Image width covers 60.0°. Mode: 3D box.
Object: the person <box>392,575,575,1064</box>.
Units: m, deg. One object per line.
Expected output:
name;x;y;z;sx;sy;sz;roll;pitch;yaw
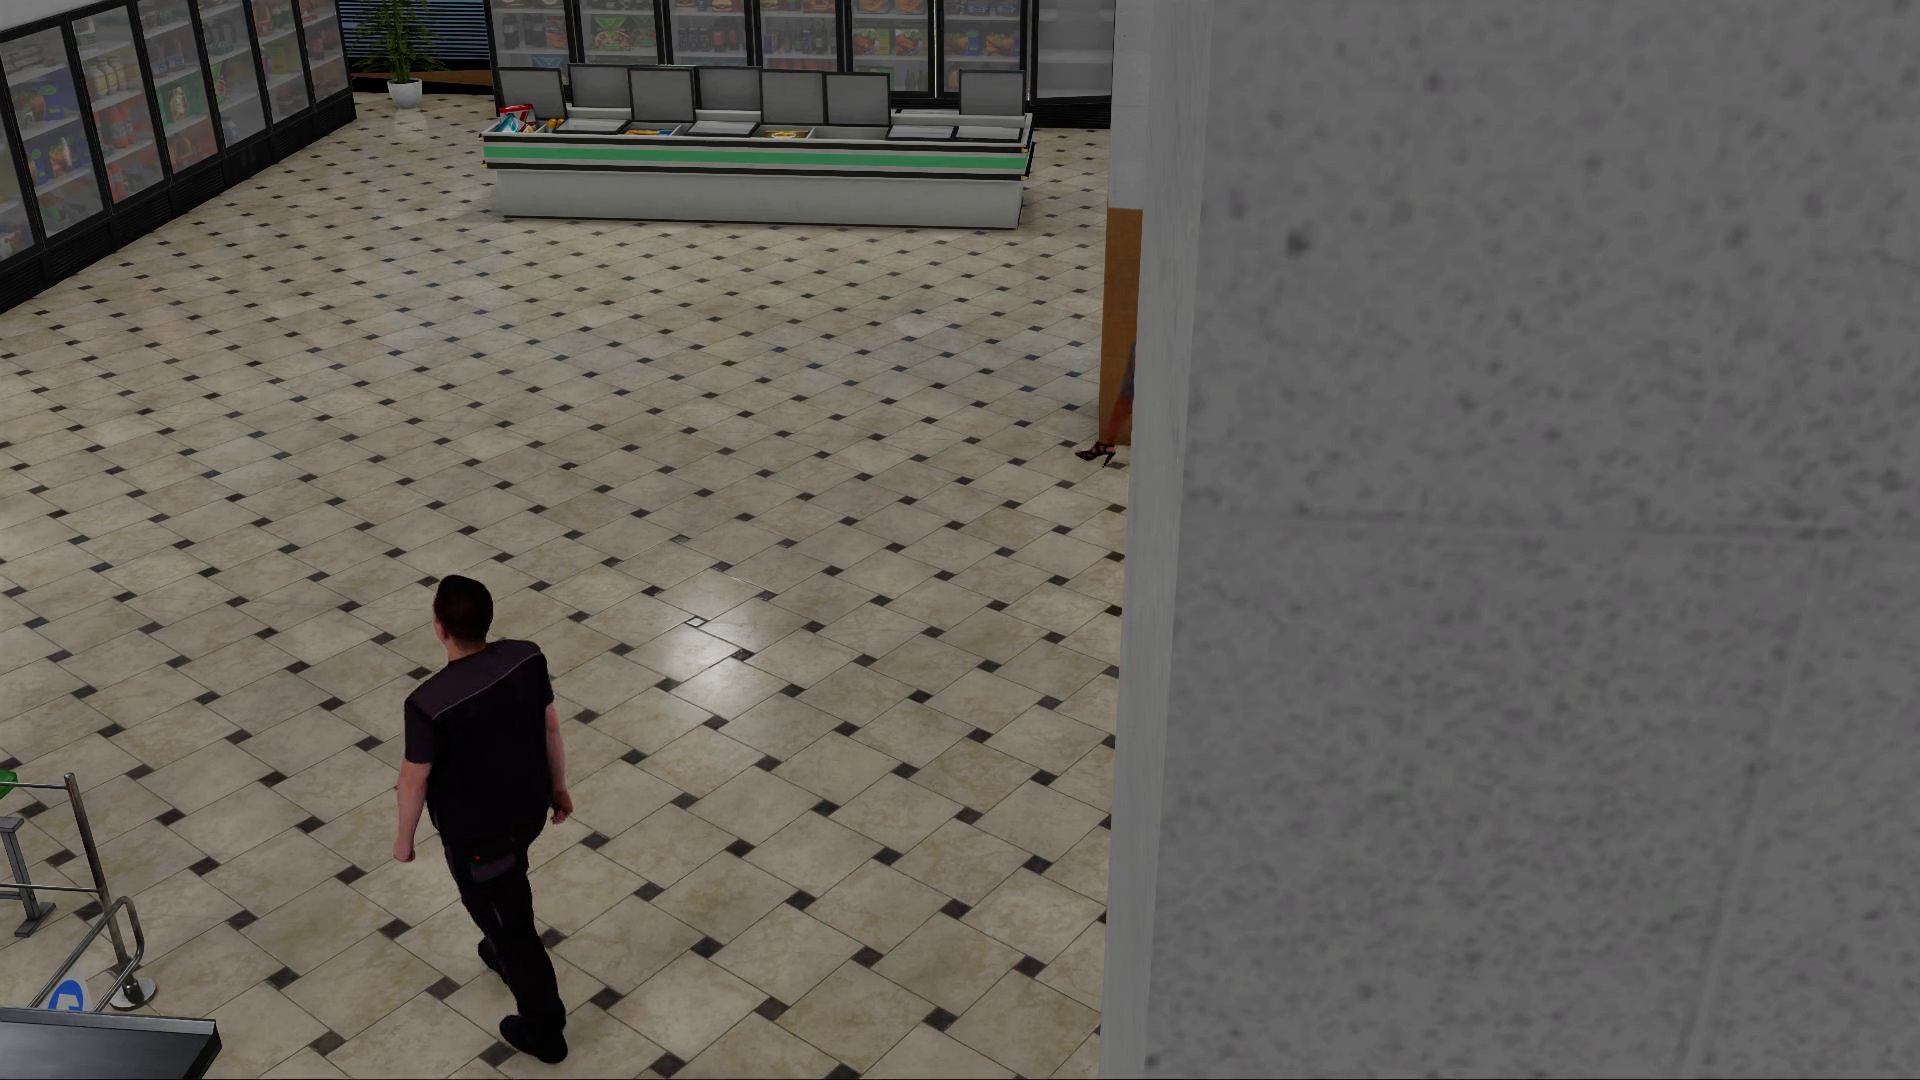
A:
person;-1.505;0.989;5.593;1.038;1.824;0.940;16;31;28
